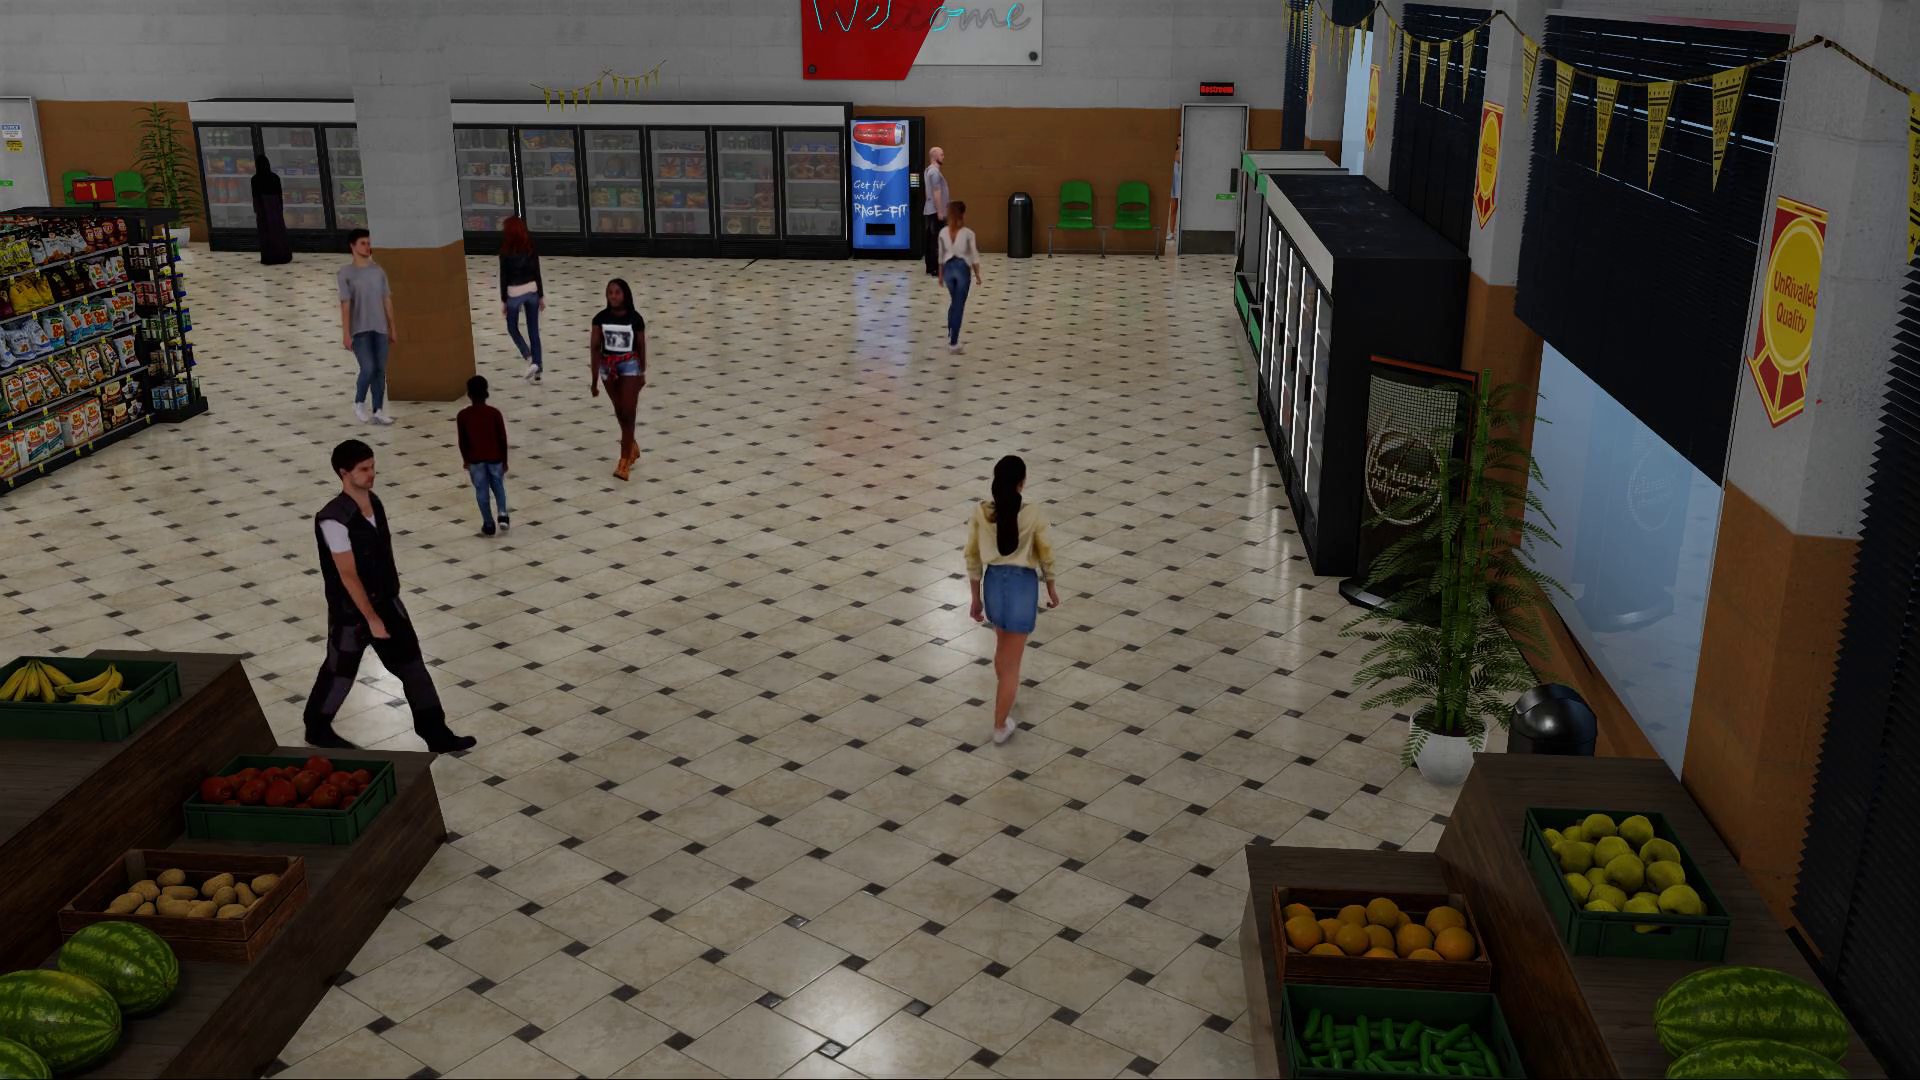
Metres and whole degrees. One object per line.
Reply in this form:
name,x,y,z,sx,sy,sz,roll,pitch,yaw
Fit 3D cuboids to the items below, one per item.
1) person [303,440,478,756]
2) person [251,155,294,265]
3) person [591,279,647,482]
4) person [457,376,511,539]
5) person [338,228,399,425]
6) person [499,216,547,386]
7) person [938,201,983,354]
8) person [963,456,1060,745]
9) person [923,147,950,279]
person,-3.277,0.375,8.867,0.875,1.796,1.208,5,19,14
person,-10.395,-4.974,25.017,0.727,1.614,0.777,-13,23,-33
person,-2.896,-1.380,14.271,0.593,1.669,1.172,1,19,4
person,-3.615,-0.614,12.663,0.589,1.245,0.630,-8,20,-22
person,-5.700,-2.013,15.829,0.883,1.873,0.794,13,23,34
person,-4.543,-2.460,17.311,0.807,1.774,0.867,-10,21,-26
person,-0.066,-2.984,18.977,0.755,1.702,0.815,10,21,27
person,0.257,0.358,9.215,0.774,1.606,0.948,7,20,19
person,-0.355,-4.712,23.891,0.803,1.838,0.653,-5,19,-14
